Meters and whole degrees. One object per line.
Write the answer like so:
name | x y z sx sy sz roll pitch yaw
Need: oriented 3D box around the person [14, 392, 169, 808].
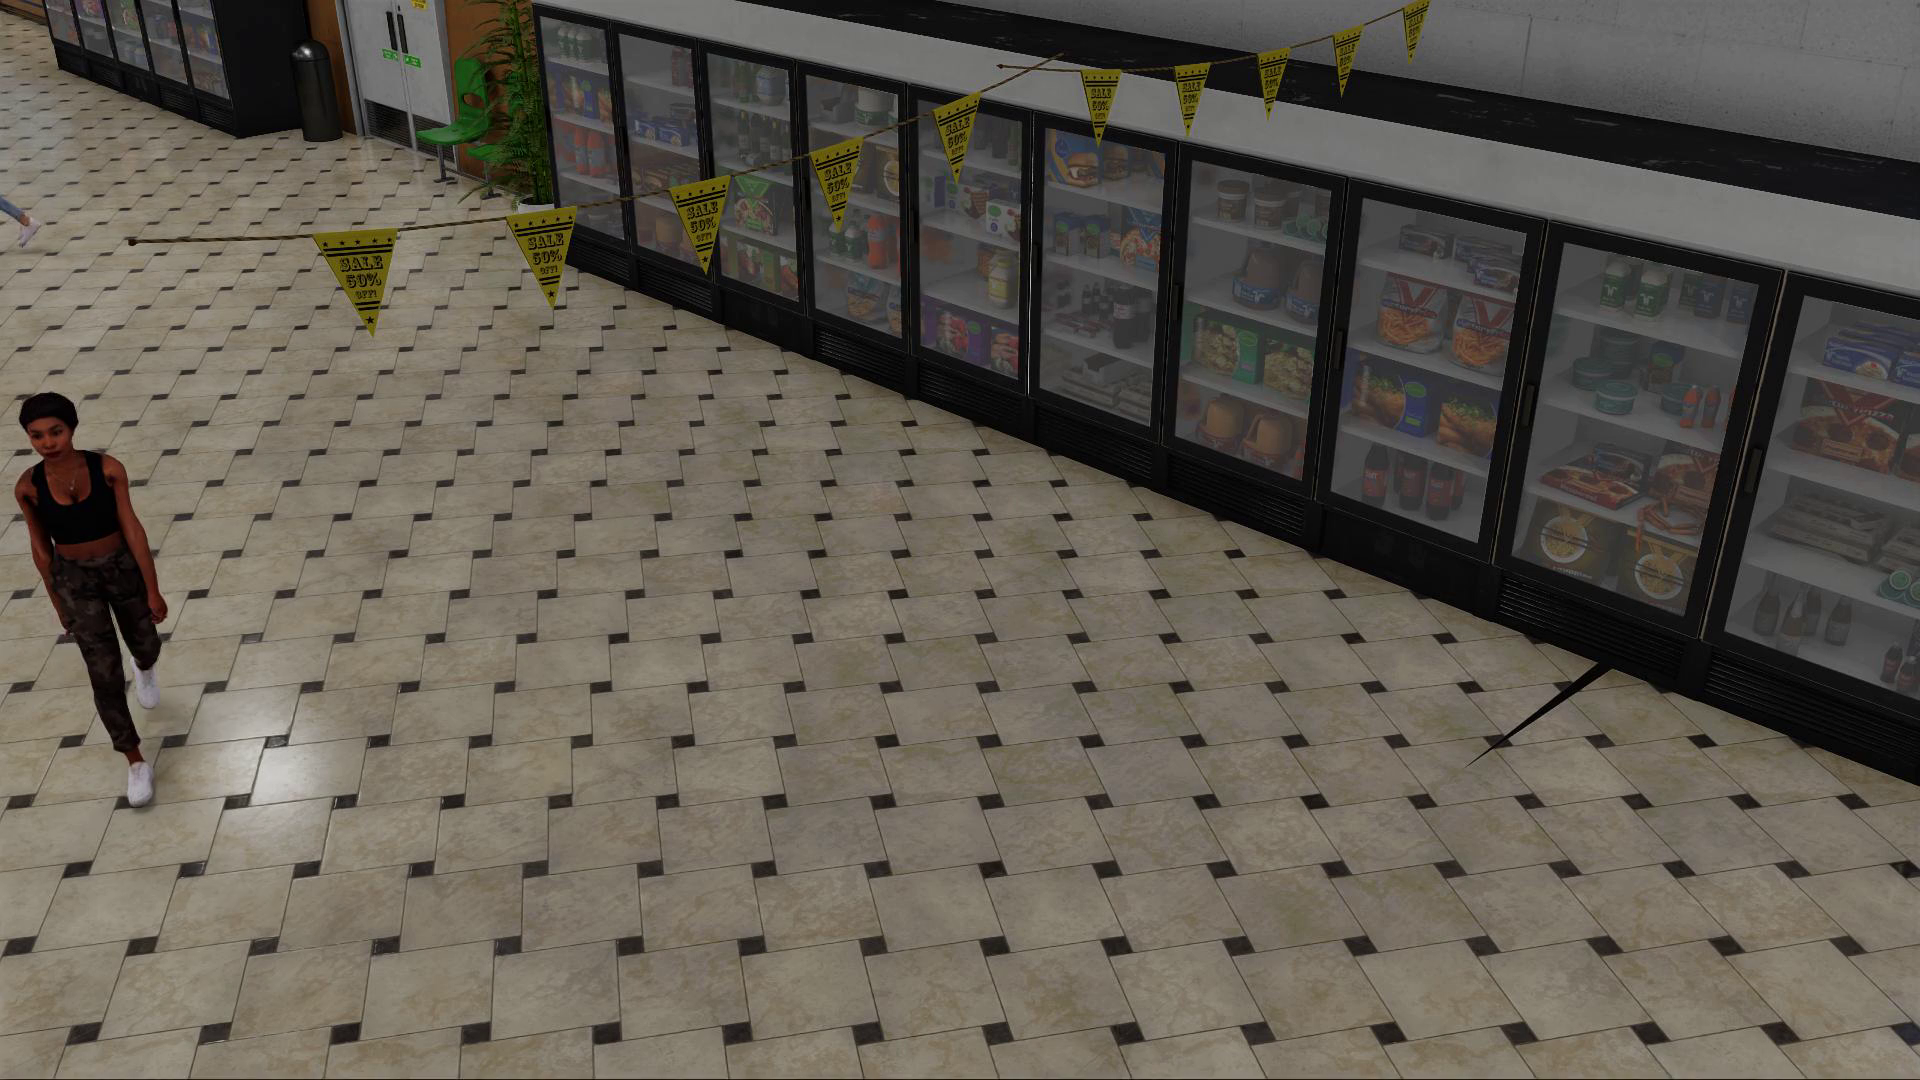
person | -3.467 0.167 6.754 1.109 1.676 0.881 -13 29 -23
